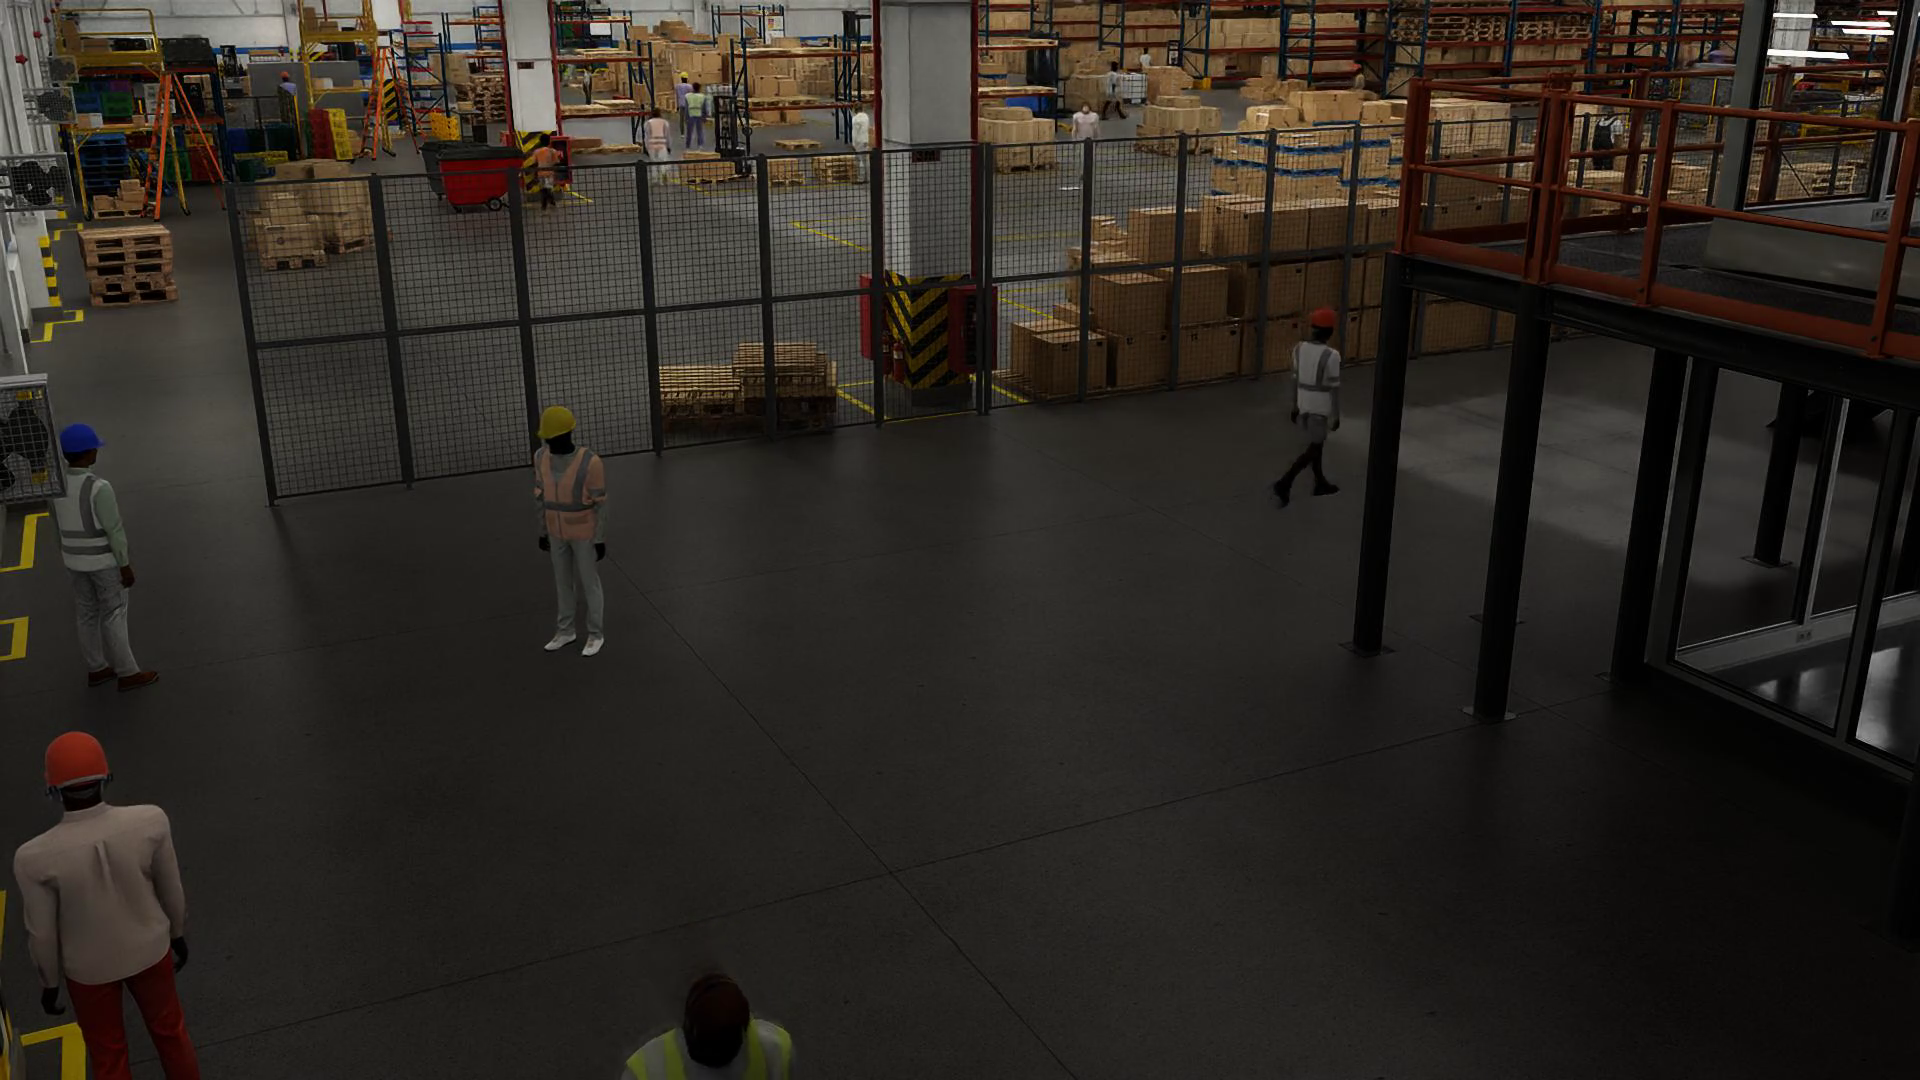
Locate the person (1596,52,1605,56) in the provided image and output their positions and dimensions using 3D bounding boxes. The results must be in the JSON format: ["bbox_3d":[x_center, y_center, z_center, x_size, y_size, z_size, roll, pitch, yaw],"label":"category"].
[{"bbox_3d":[28.436,-21.289,74.163,0.555,1.686,0.390,1,19,3],"label":"person"}]

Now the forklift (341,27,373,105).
[{"bbox_3d":[-22.275,-17.346,60.954,1.873,2.768,1.129,-9,21,-25],"label":"forklift"}]

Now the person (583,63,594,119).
[{"bbox_3d":[-12.579,-15.197,56.308,0.342,1.839,0.501,-3,19,-9],"label":"person"}]

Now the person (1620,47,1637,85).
[{"bbox_3d":[27.406,-19.333,68.277,0.633,1.846,0.429,1,19,2],"label":"person"}]

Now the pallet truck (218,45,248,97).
[{"bbox_3d":[-28.879,-18.665,66.111,0.823,1.965,1.885,-3,19,-9],"label":"pallet truck"}]

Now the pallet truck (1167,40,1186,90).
[{"bbox_3d":[9.045,-19.971,69.895,0.823,1.965,1.885,-3,19,-8],"label":"pallet truck"}]

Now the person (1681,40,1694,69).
[{"bbox_3d":[34.517,-22.853,78.830,0.668,1.616,0.535,-8,21,-22],"label":"person"}]

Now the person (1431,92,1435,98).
[{"bbox_3d":[12.507,-11.061,44.436,0.555,1.739,0.656,-5,20,-15],"label":"person"}]

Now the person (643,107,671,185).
[{"bbox_3d":[-7.093,-9.216,38.975,0.638,1.821,0.620,-6,20,-18],"label":"person"}]

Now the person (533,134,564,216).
[{"bbox_3d":[-8.540,-7.582,34.501,0.533,1.636,0.927,7,20,19],"label":"person"}]

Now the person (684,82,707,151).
[{"bbox_3d":[-7.383,-11.816,46.455,0.655,1.877,0.474,-2,19,-6],"label":"person"}]

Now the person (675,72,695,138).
[{"bbox_3d":[-8.263,-13.086,50.042,0.592,1.926,0.366,3,19,10],"label":"person"}]

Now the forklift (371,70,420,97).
[{"bbox_3d":[-22.107,-18.832,65.261,1.873,2.768,1.129,-2,19,-5],"label":"forklift"}]

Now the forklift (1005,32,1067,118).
[{"bbox_3d":[2.537,-15.609,55.919,1.873,2.768,1.129,-9,21,-25],"label":"forklift"}]

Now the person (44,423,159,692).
[{"bbox_3d":[-6.075,0.129,11.704,0.614,1.947,0.388,7,20,21],"label":"person"}]

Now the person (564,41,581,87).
[{"bbox_3d":[-16.668,-20.411,71.356,1.037,1.892,0.637,-16,24,-38],"label":"person"}]

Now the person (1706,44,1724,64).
[{"bbox_3d":[31.201,-19.533,68.766,0.644,1.908,0.803,0,19,-1],"label":"person"}]

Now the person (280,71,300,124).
[{"bbox_3d":[-20.251,-13.141,50.194,0.376,1.933,0.545,15,24,37],"label":"person"}]

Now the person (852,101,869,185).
[{"bbox_3d":[-2.354,-9.358,39.238,0.371,1.932,0.622,10,21,26],"label":"person"}]

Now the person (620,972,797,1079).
[{"bbox_3d":[-0.872,2.235,5.835,0.623,1.801,0.914,-6,20,-16],"label":"person"}]

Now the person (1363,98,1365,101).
[{"bbox_3d":[9.986,-10.075,41.426,0.526,1.855,0.533,12,22,32],"label":"person"}]

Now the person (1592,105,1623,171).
[{"bbox_3d":[14.548,-8.857,37.614,0.536,2.000,0.688,-12,22,-31],"label":"person"}]

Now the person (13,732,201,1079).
[{"bbox_3d":[-3.559,1.732,6.987,0.613,1.995,0.391,-17,25,-40],"label":"person"}]

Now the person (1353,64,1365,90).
[{"bbox_3d":[13.034,-14.681,54.755,0.853,1.888,0.592,-1,19,-4],"label":"person"}]

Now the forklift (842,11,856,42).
[{"bbox_3d":[-5.546,-25.072,83.349,1.873,2.768,1.129,-9,21,-25],"label":"forklift"}]

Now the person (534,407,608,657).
[{"bbox_3d":[-2.884,-0.066,12.317,0.588,1.916,0.392,8,20,21],"label":"person"}]

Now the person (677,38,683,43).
[{"bbox_3d":[-12.459,-21.668,74.998,0.666,1.874,0.580,-13,23,-33],"label":"person"}]

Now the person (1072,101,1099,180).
[{"bbox_3d":[2.989,-9.516,39.754,0.652,1.883,1.003,1,19,4],"label":"person"}]

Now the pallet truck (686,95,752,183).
[{"bbox_3d":[-5.836,-9.608,39.856,0.823,1.965,1.885,10,22,27],"label":"pallet truck"}]

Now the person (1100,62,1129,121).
[{"bbox_3d":[5.170,-15.007,55.627,0.999,1.911,0.658,-6,20,-17],"label":"person"}]

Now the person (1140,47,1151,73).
[{"bbox_3d":[7.446,-18.980,67.236,0.554,1.846,0.690,-5,20,-15],"label":"person"}]

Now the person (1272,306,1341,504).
[{"bbox_3d":[3.344,-1.274,15.841,0.873,1.908,0.553,-12,22,-31],"label":"person"}]
